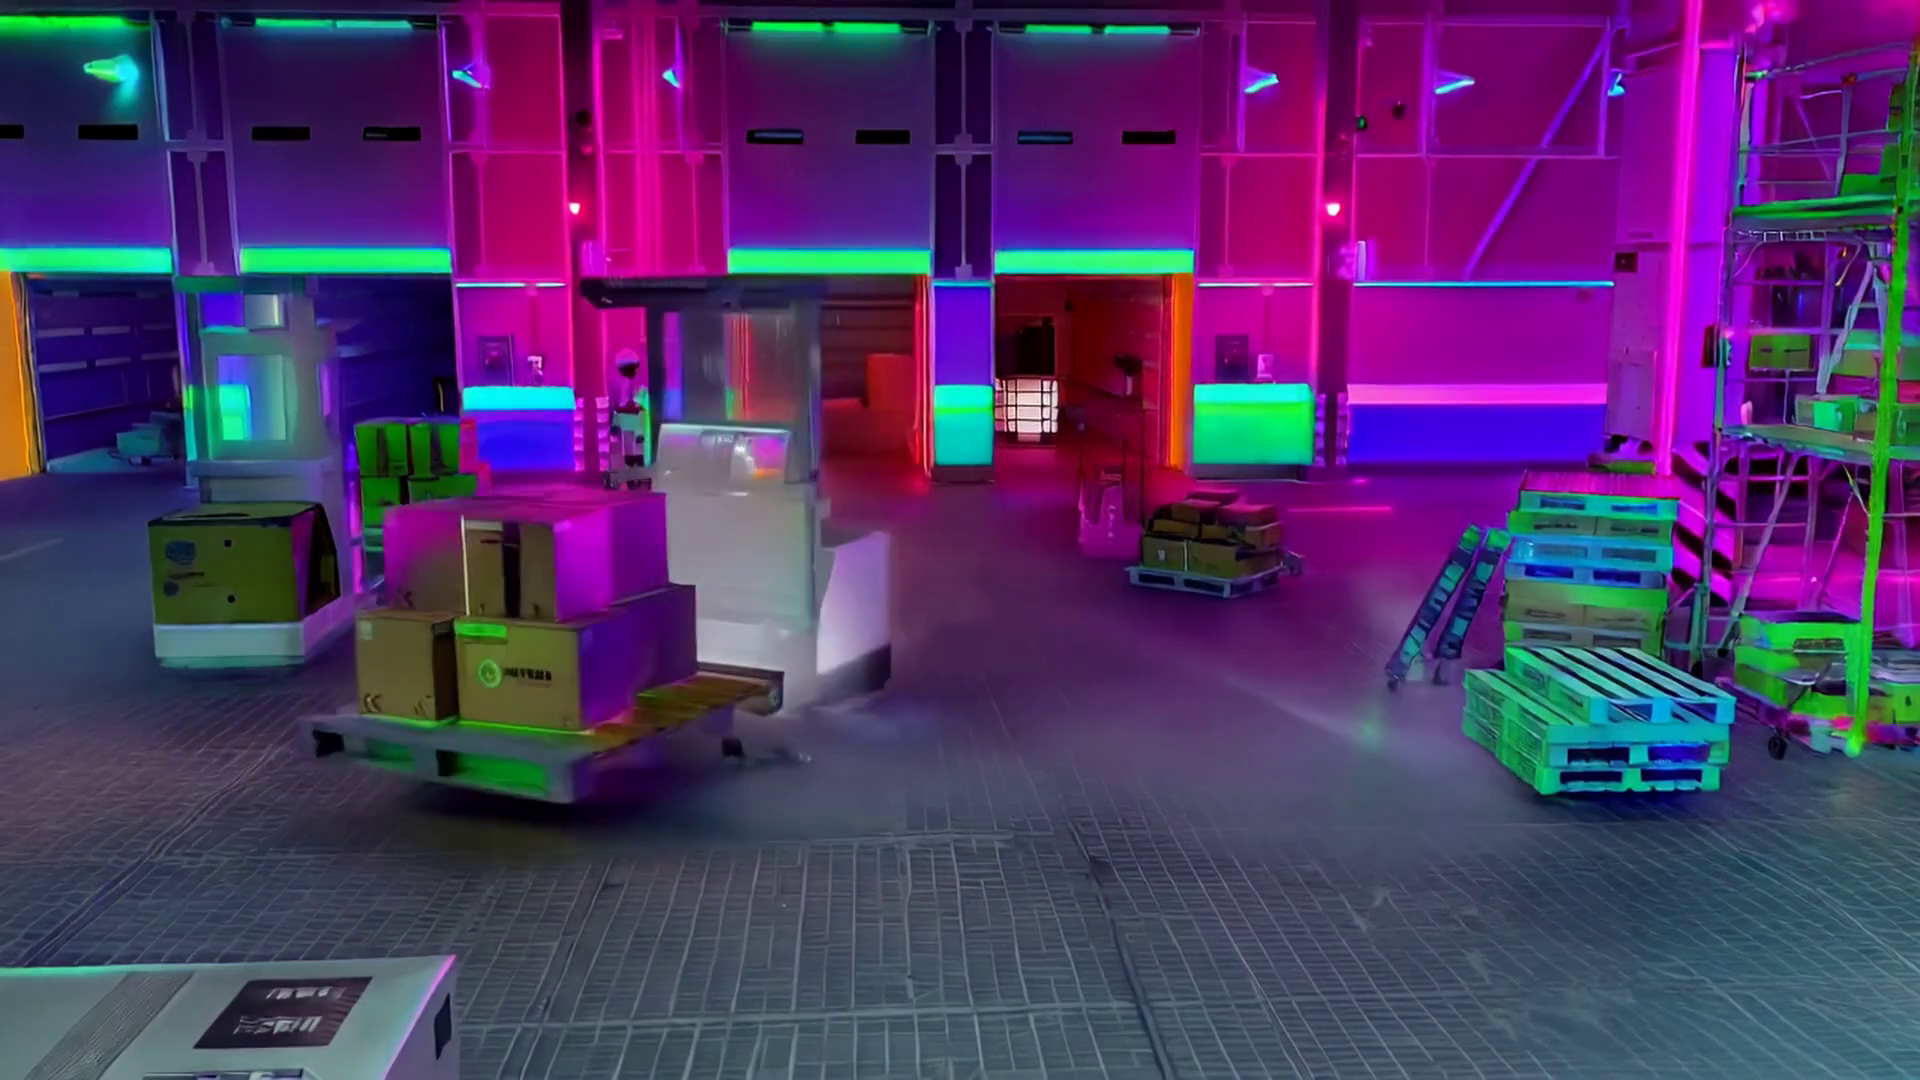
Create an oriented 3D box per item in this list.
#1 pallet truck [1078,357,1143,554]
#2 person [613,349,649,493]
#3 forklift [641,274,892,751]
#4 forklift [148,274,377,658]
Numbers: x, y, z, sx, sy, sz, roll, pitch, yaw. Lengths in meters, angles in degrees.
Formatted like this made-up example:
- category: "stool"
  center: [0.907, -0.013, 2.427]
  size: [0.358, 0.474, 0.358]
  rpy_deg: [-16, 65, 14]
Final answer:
- category: "pallet truck"
  center: [2.088, -0.836, 16.757]
  size: [1.885, 1.965, 0.823]
  rpy_deg: [2, 9, 13]
- category: "person"
  center: [-4.021, -1.362, 20.290]
  size: [0.389, 1.930, 0.544]
  rpy_deg: [-8, 12, -41]
- category: "forklift"
  center: [-1.297, -0.292, 10.580]
  size: [1.129, 2.768, 1.873]
  rpy_deg: [4, 10, 24]
- category: "forklift"
  center: [-5.348, -0.627, 12.681]
  size: [1.129, 2.768, 1.873]
  rpy_deg: [-1, 9, -4]
